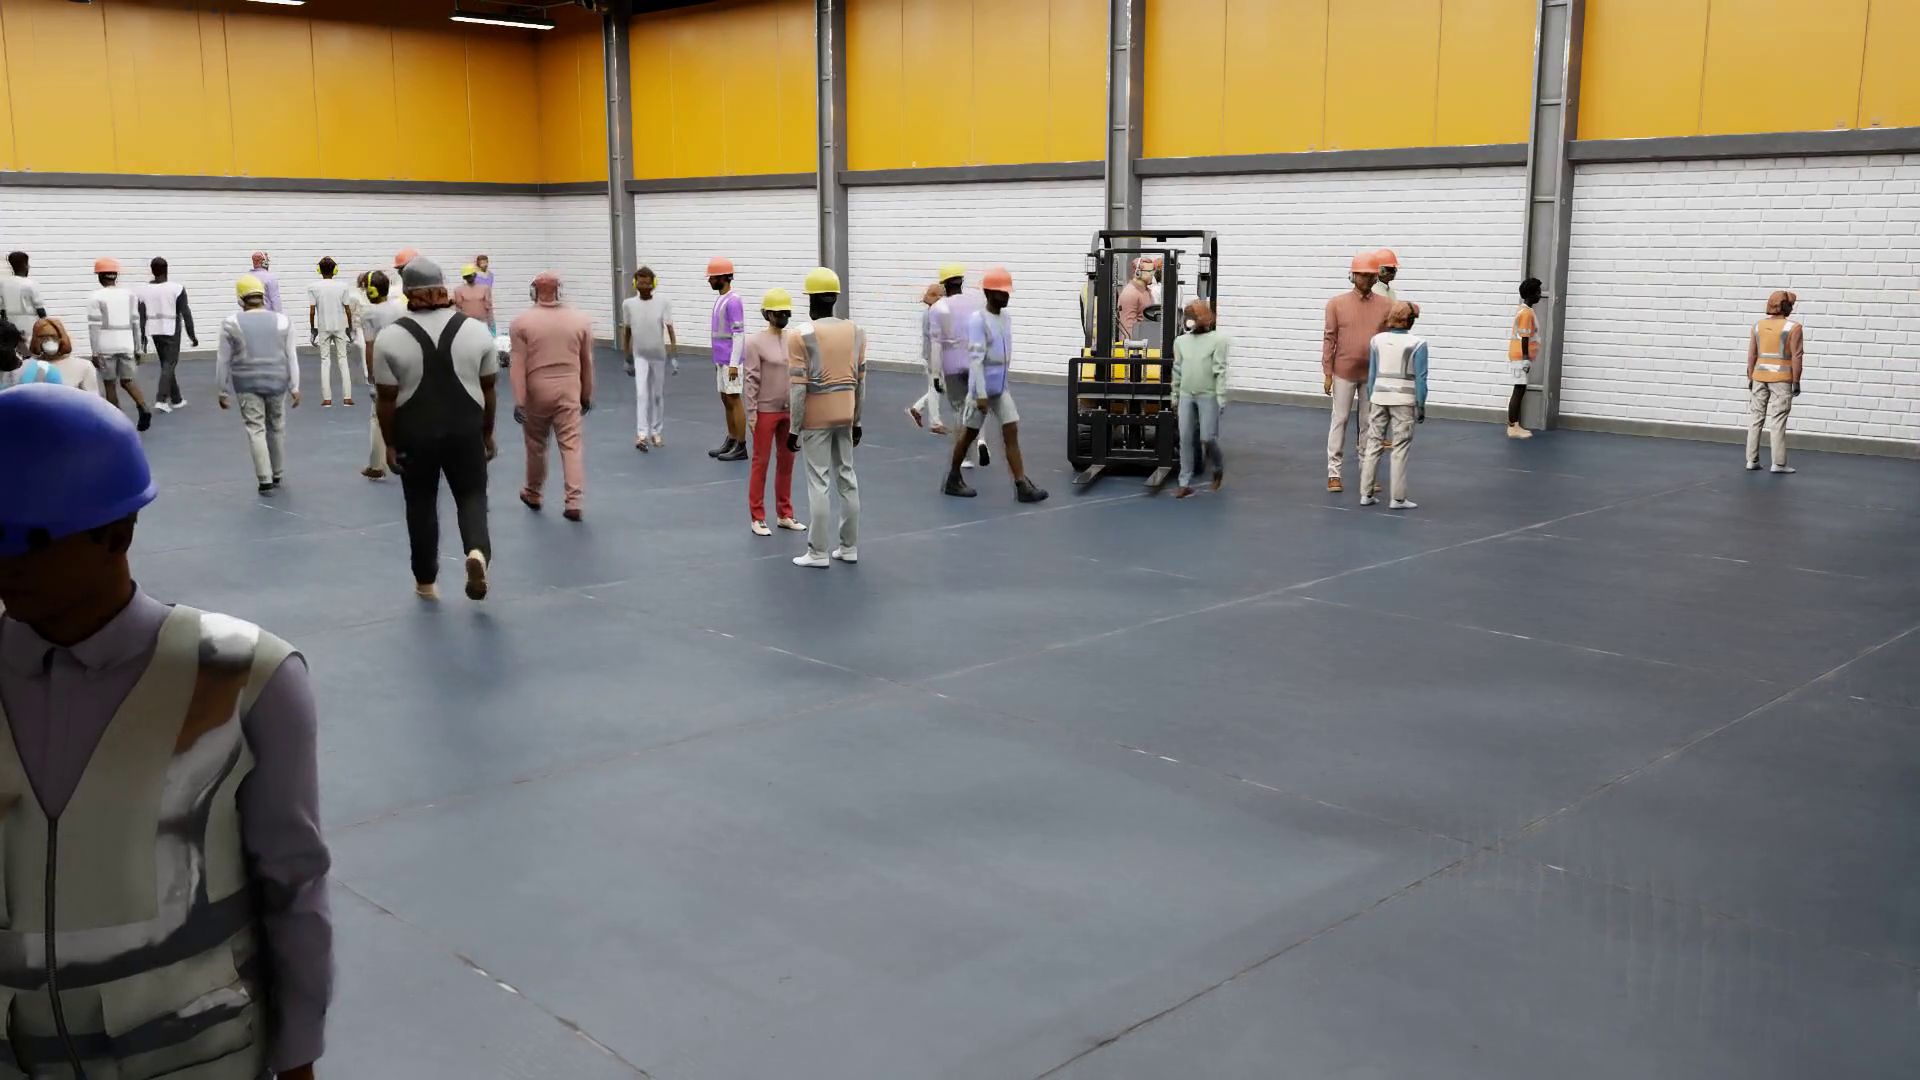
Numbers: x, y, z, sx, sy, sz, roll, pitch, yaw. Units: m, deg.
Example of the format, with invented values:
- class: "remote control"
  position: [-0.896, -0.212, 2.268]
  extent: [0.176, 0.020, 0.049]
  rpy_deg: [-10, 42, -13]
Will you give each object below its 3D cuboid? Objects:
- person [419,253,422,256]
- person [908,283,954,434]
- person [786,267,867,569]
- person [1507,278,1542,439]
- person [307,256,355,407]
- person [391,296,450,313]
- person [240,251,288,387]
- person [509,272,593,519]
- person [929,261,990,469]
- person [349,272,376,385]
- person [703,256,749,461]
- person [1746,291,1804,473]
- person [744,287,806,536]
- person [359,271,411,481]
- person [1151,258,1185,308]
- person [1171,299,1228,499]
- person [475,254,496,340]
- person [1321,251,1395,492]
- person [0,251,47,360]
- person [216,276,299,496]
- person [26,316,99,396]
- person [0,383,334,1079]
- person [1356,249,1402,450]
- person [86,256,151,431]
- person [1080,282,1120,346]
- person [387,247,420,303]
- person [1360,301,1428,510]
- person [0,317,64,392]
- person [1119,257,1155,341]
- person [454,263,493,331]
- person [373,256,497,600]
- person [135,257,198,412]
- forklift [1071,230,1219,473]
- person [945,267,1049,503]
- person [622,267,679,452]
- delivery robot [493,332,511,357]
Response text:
- class: "person"
  position: [-7.728, -3.220, 24.135]
  extent: [0.390, 1.898, 0.693]
  rpy_deg: [3, 11, 14]
- class: "person"
  position: [-0.305, -1.940, 17.850]
  extent: [0.458, 1.619, 0.523]
  rpy_deg: [3, 11, 15]
- class: "person"
  position: [-0.866, -0.778, 10.695]
  extent: [0.587, 1.927, 0.368]
  rpy_deg: [-9, 14, -41]
- class: "person"
  position: [5.948, -1.912, 17.537]
  extent: [0.321, 1.689, 0.530]
  rpy_deg: [4, 11, 20]
- class: "person"
  position: [-7.848, -2.597, 20.773]
  extent: [0.532, 1.871, 0.321]
  rpy_deg: [-4, 11, -20]
- class: "person"
  position: [-5.176, -1.674, 15.955]
  extent: [0.642, 1.791, 0.957]
  rpy_deg: [-4, 11, -21]
- class: "person"
  position: [-9.737, -3.083, 23.321]
  extent: [0.638, 1.910, 0.407]
  rpy_deg: [4, 11, 21]
- class: "person"
  position: [-3.119, -1.106, 12.684]
  extent: [0.672, 1.849, 1.010]
  rpy_deg: [-6, 12, -29]
- class: "person"
  position: [0.017, -1.572, 15.096]
  extent: [0.626, 1.897, 0.549]
  rpy_deg: [-4, 11, -23]
- class: "person"
  position: [-8.474, -3.009, 23.714]
  extent: [0.512, 1.624, 0.551]
  rpy_deg: [-9, 14, -41]
- class: "person"
  position: [-2.230, -1.717, 15.798]
  extent: [0.370, 1.933, 0.550]
  rpy_deg: [-4, 11, -22]
- class: "person"
  position: [7.329, -1.419, 14.983]
  extent: [0.313, 1.637, 0.513]
  rpy_deg: [-6, 12, -29]
- class: "person"
  position: [-1.297, -0.917, 11.896]
  extent: [0.529, 1.767, 0.329]
  rpy_deg: [-10, 14, -42]
- class: "person"
  position: [-4.924, -1.387, 14.298]
  extent: [0.546, 1.823, 0.920]
  rpy_deg: [-9, 14, -42]
- class: "person"
  position: [2.325, -2.288, 19.044]
  extent: [0.356, 1.886, 0.572]
  rpy_deg: [9, 14, 42]
- class: "person"
  position: [1.959, -1.149, 13.570]
  extent: [0.532, 1.613, 0.545]
  rpy_deg: [8, 13, 36]
- class: "person"
  position: [-8.802, -4.327, 30.442]
  extent: [0.910, 1.795, 0.626]
  rpy_deg: [7, 12, 33]
- class: "person"
  position: [3.320, -1.394, 13.864]
  extent: [0.612, 1.997, 0.376]
  rpy_deg: [-1, 10, -3]
- class: "person"
  position: [-11.718, -2.627, 20.730]
  extent: [0.608, 1.946, 0.757]
  rpy_deg: [3, 11, 18]
- class: "person"
  position: [-5.826, -1.280, 13.788]
  extent: [0.617, 1.796, 0.768]
  rpy_deg: [-7, 13, -34]
- class: "person"
  position: [-5.867, -0.650, 10.854]
  extent: [0.516, 1.627, 0.569]
  rpy_deg: [-4, 11, -23]
- class: "person"
  position: [-1.205, 0.742, 2.374]
  extent: [0.602, 1.940, 0.402]
  rpy_deg: [-1, 10, -7]
- class: "person"
  position: [4.160, -1.884, 16.533]
  extent: [0.370, 1.996, 0.622]
  rpy_deg: [8, 13, 37]
- class: "person"
  position: [-8.928, -2.041, 17.623]
  extent: [0.584, 1.920, 0.544]
  rpy_deg: [7, 13, 34]
- class: "person"
  position: [1.740, -2.497, 20.308]
  extent: [0.429, 1.844, 0.622]
  rpy_deg: [-8, 13, -36]
- class: "person"
  position: [-5.425, -1.898, 16.571]
  extent: [0.623, 2.016, 0.849]
  rpy_deg: [-10, 14, -43]
- class: "person"
  position: [3.411, -1.053, 13.031]
  extent: [0.328, 1.626, 0.526]
  rpy_deg: [-10, 14, -44]
- class: "person"
  position: [-5.541, -0.486, 9.857]
  extent: [0.583, 1.648, 0.788]
  rpy_deg: [-2, 11, -11]
- class: "person"
  position: [1.885, -1.991, 17.370]
  extent: [0.401, 1.906, 0.649]
  rpy_deg: [4, 11, 21]
- class: "person"
  position: [-7.173, -3.215, 24.522]
  extent: [0.533, 1.731, 0.595]
  rpy_deg: [-5, 12, -27]
- class: "person"
  position: [-3.003, -0.631, 9.583]
  extent: [0.686, 2.000, 0.755]
  rpy_deg: [-5, 11, -23]
- class: "person"
  position: [-9.695, -2.503, 20.283]
  extent: [0.595, 1.874, 1.012]
  rpy_deg: [0, 10, 2]
- class: "forklift"
  position: [1.804, -1.825, 15.677]
  extent: [1.214, 2.155, 2.313]
  rpy_deg: [2, 11, 13]
- class: "person"
  position: [0.245, -1.234, 13.349]
  extent: [0.987, 1.882, 0.566]
  rpy_deg: [8, 13, 38]
- class: "person"
  position: [-3.063, -1.789, 16.524]
  extent: [0.545, 1.809, 0.979]
  rpy_deg: [-2, 11, -8]
- class: "delivery robot"
  position: [-7.413, -3.152, 27.131]
  extent: [0.707, 0.478, 0.477]
  rpy_deg: [9, 14, 40]
